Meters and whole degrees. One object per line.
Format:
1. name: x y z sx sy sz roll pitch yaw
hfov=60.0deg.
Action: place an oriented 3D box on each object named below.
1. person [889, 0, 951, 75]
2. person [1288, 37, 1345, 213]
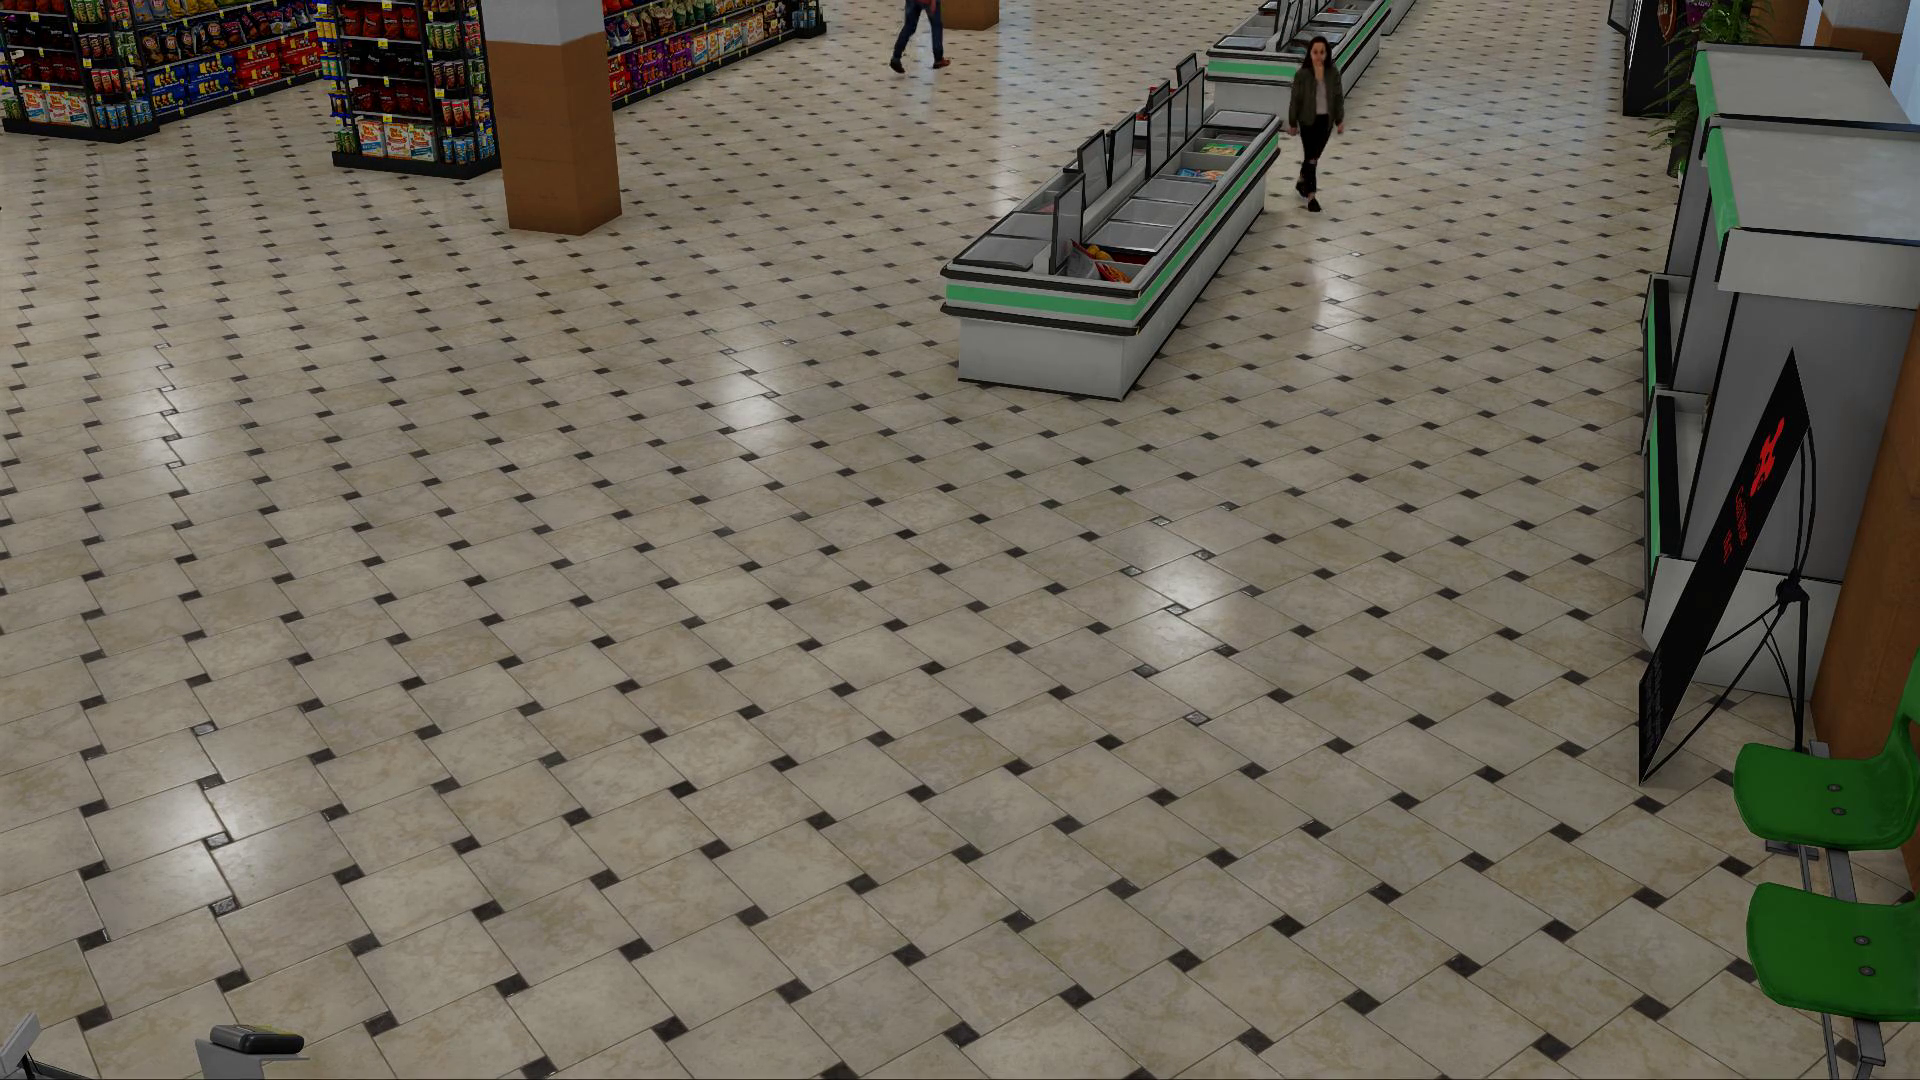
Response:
1. person: -0.515 -6.348 19.447 0.910 1.788 1.300 17 31 30
2. person: 3.065 -3.616 14.444 0.890 1.439 1.099 -4 27 -7
